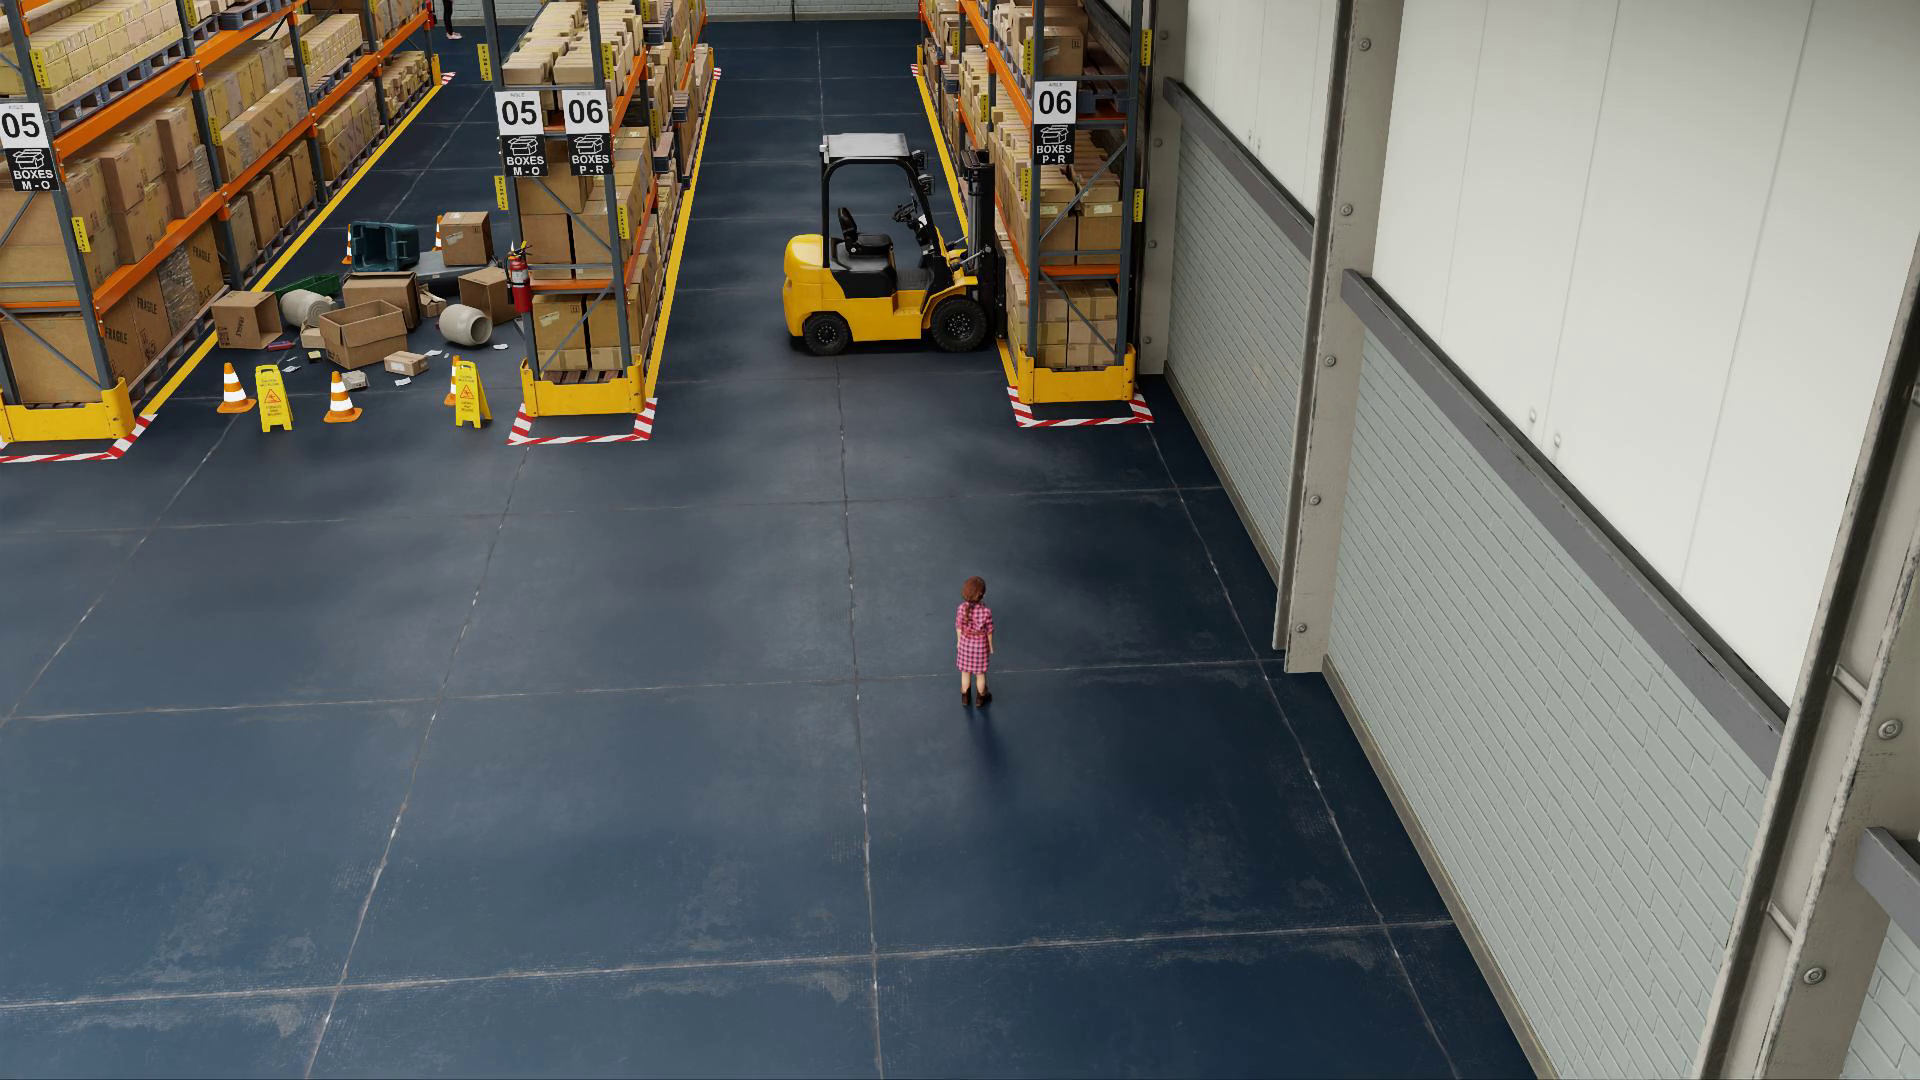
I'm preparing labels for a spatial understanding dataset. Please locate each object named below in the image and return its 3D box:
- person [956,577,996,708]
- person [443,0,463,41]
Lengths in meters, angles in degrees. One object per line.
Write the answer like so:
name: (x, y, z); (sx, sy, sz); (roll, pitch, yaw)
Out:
person: (0.100, 0.710, 11.693); (0.479, 1.022, 0.509); (6, 28, 12)
person: (-10.471, -11.144, 33.906); (0.741, 1.762, 0.562); (-8, 28, -15)
